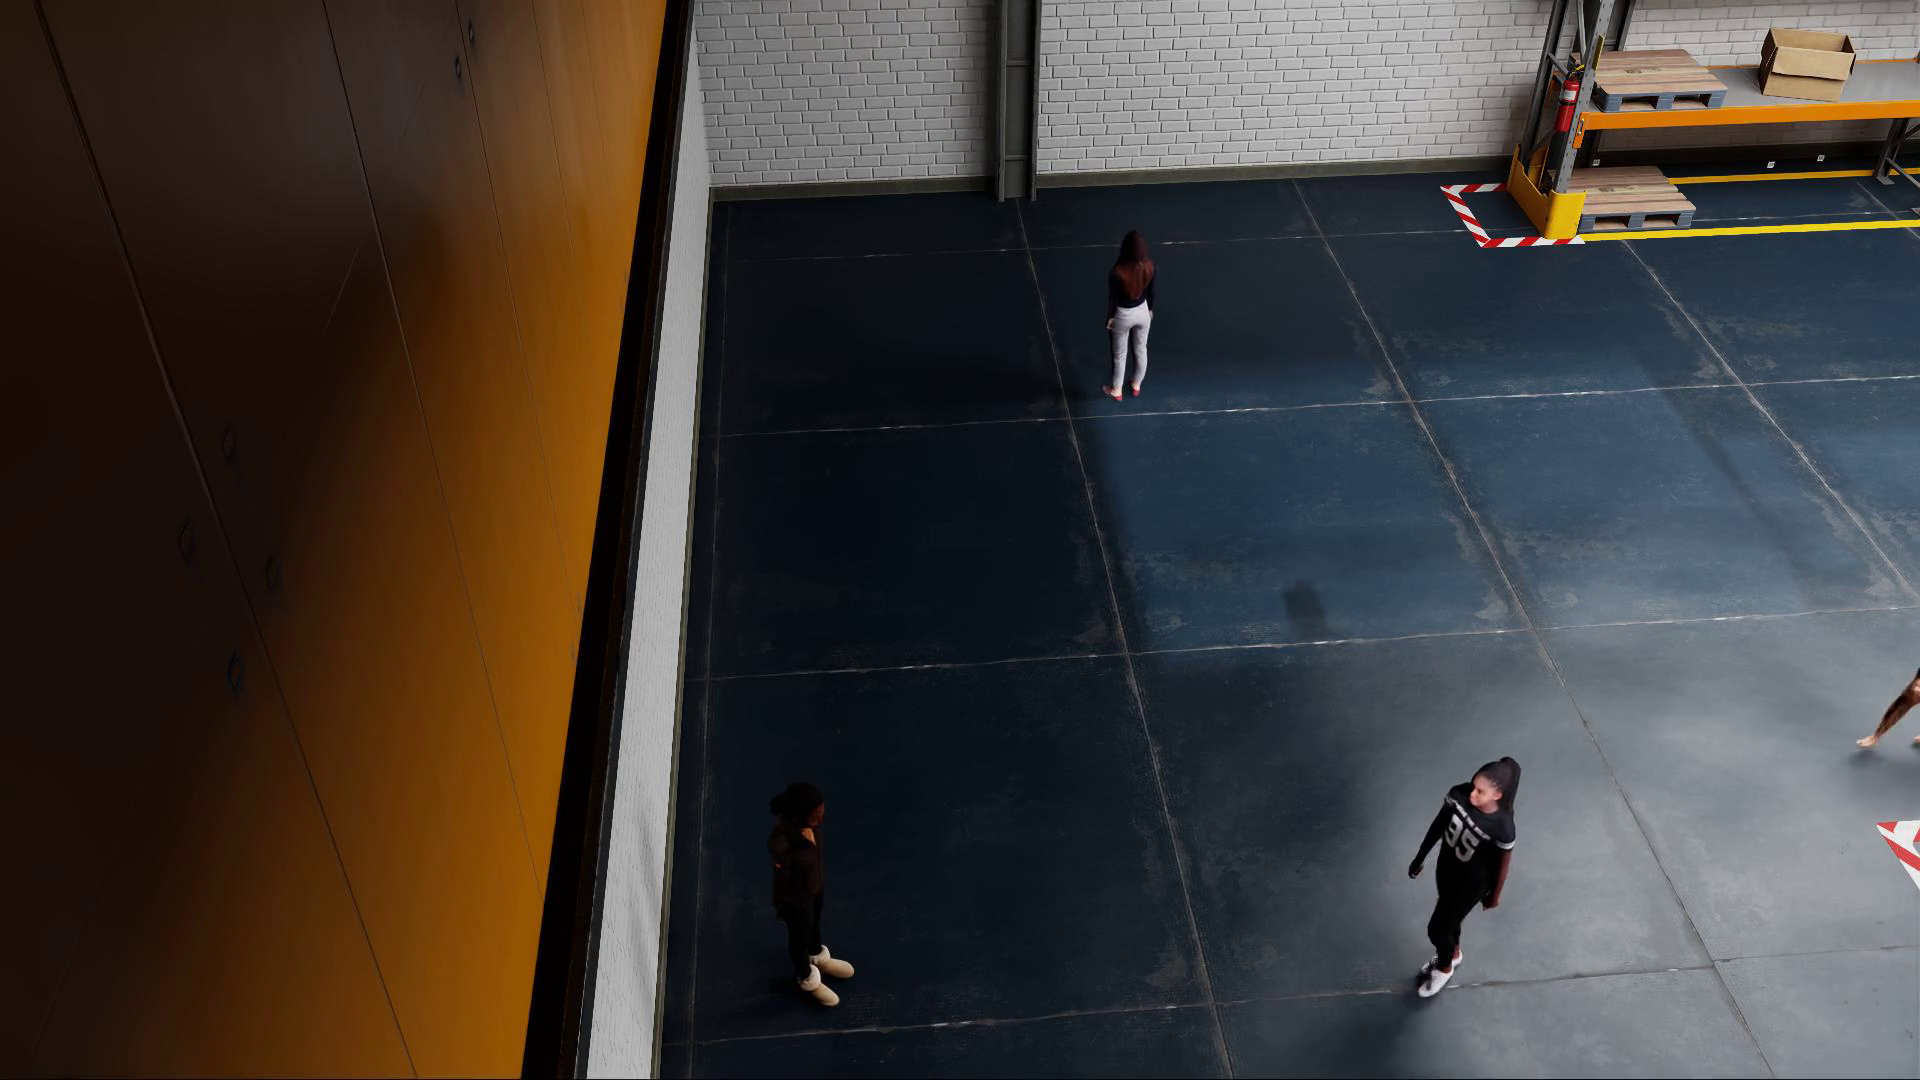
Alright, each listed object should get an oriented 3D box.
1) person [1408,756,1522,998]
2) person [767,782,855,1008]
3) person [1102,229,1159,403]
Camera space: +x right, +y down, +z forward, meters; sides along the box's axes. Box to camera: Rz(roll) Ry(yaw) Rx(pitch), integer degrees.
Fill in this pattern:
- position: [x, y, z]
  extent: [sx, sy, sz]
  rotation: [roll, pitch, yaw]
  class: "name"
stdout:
- position: [2.866, 1.842, 9.292]
  extent: [0.756, 1.715, 0.714]
  rotation: [-16, 41, -19]
  class: "person"
- position: [-0.893, 1.931, 9.228]
  extent: [0.709, 1.657, 0.659]
  rotation: [6, 39, 8]
  class: "person"
- position: [1.427, -1.902, 14.067]
  extent: [0.573, 1.608, 0.716]
  rotation: [-14, 41, -17]
  class: "person"
